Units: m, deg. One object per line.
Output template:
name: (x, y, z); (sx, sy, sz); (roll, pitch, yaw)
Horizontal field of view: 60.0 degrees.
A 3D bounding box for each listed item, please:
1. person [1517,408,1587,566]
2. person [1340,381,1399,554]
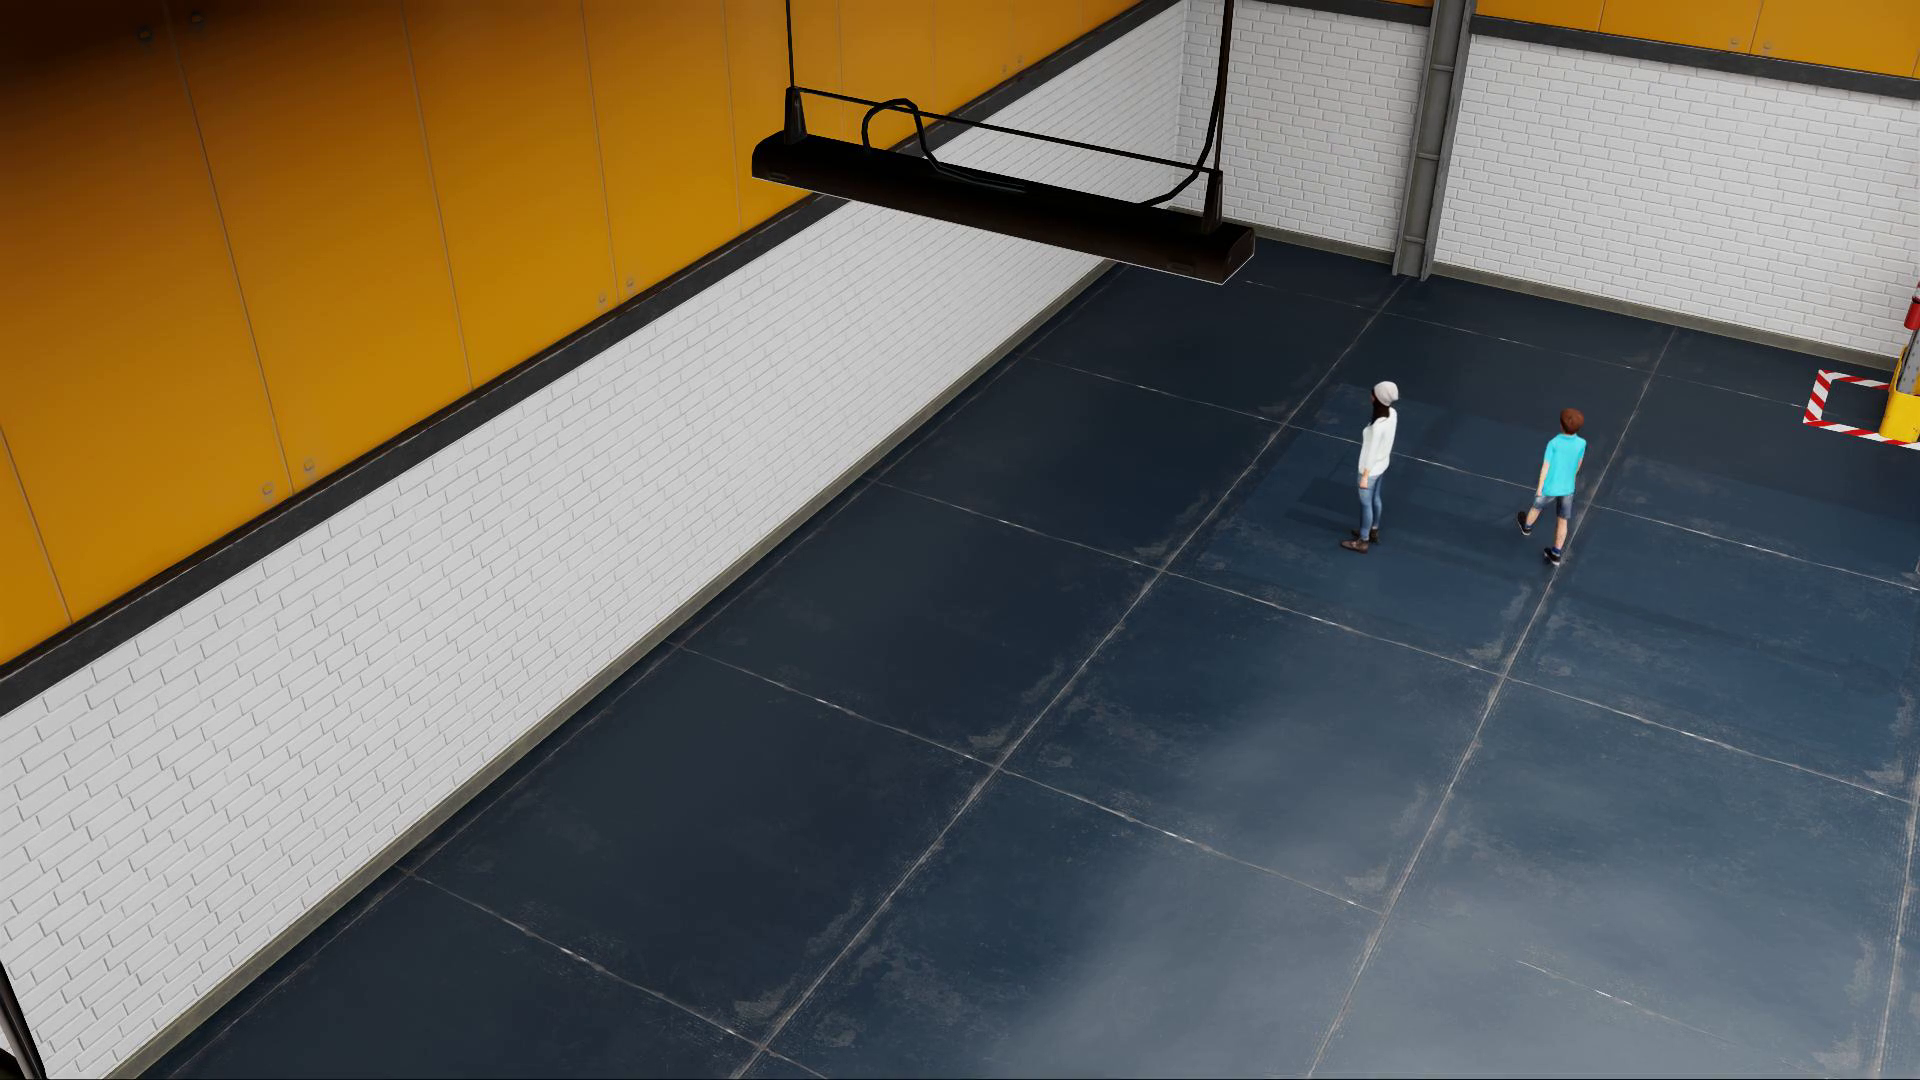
person: (5.209, -0.442, 14.406); (0.948, 1.413, 0.923); (-2, 34, -4)
person: (3.614, -0.653, 14.513); (0.488, 1.646, 0.569); (19, 38, 26)
